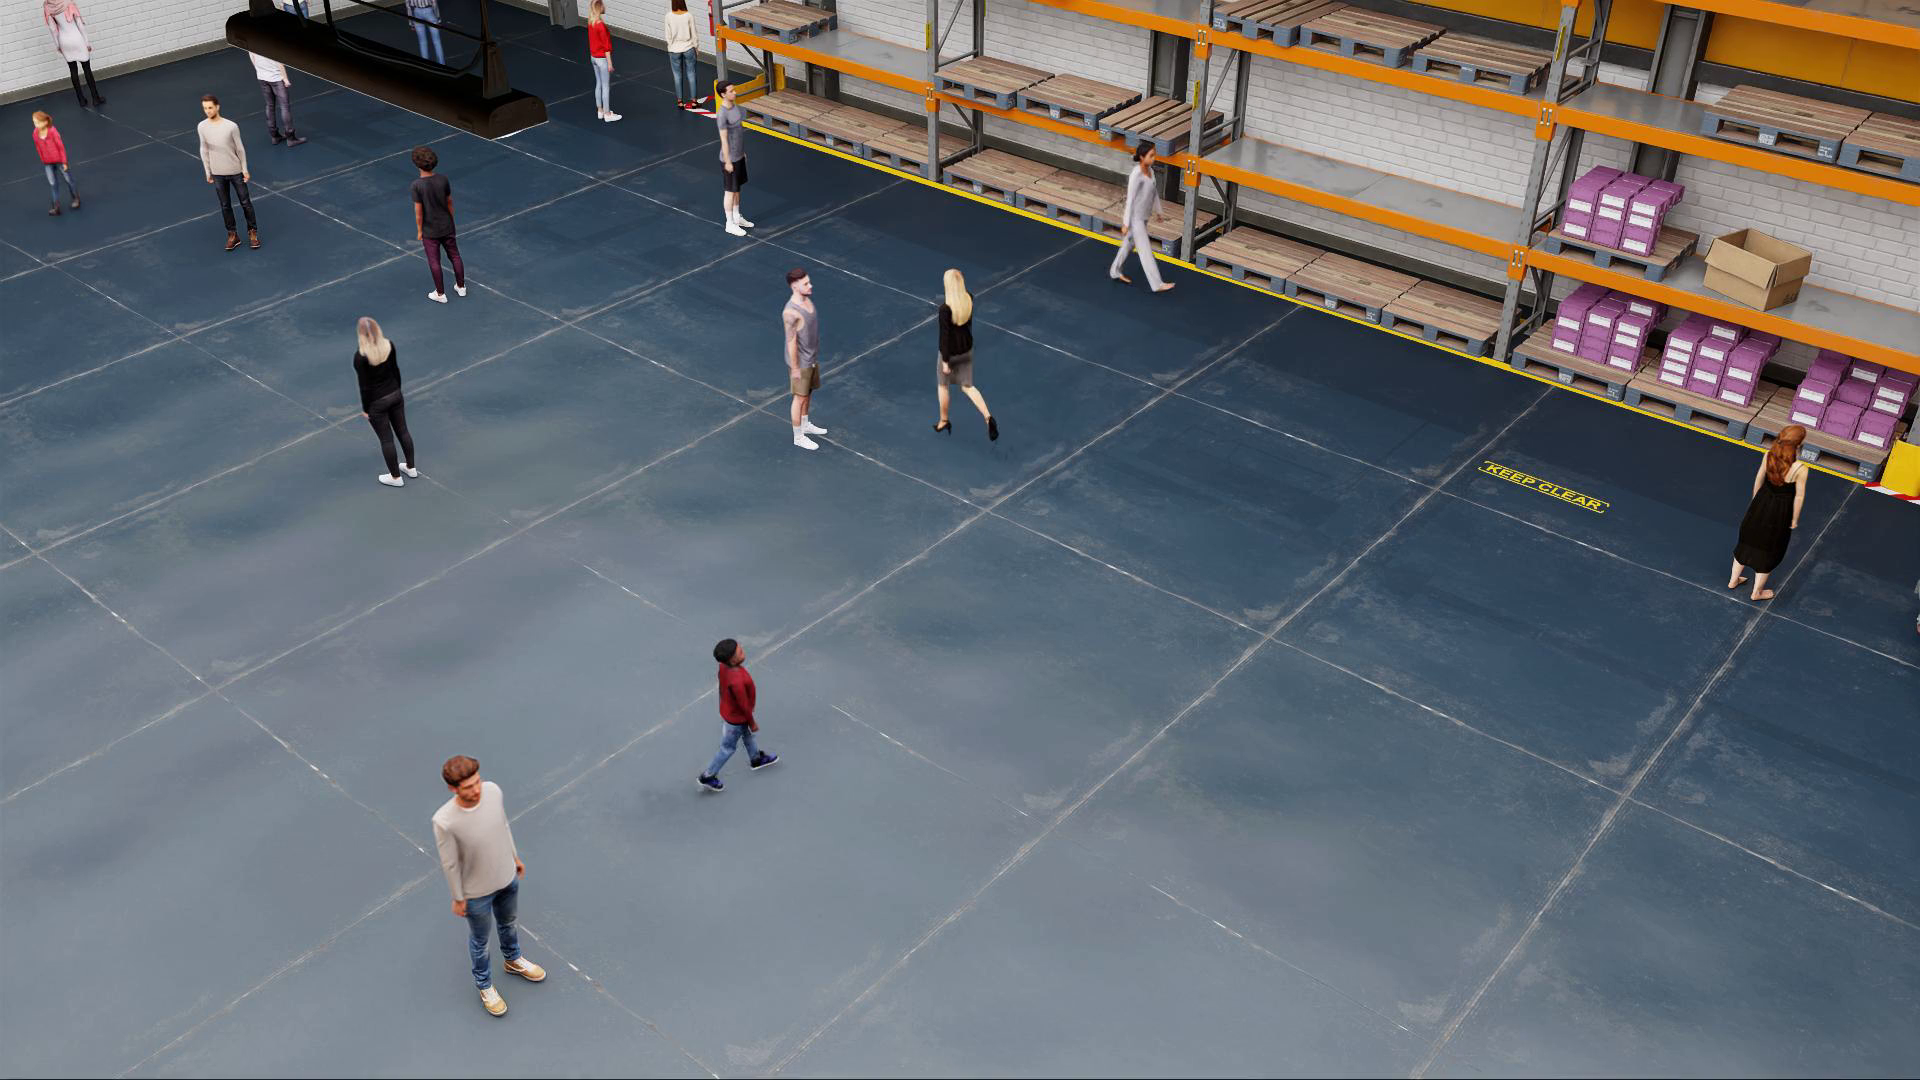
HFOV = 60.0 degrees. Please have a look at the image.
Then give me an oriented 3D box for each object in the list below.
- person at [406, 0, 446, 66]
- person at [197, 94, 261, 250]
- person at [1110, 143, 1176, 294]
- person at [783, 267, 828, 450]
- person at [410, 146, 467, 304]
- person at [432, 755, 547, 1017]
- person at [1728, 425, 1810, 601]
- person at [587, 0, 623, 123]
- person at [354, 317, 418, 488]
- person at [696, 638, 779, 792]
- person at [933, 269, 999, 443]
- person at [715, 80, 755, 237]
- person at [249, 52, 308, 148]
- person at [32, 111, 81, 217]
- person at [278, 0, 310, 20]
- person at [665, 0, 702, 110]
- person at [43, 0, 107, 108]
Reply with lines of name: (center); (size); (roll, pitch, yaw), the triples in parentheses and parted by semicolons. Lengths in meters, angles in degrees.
person: (-8.036, -7.806, 25.007); (0.699, 1.795, 0.742); (-5, 34, -8)
person: (-8.726, -4.395, 19.810); (0.741, 1.868, 0.781); (-6, 34, -9)
person: (1.950, -3.669, 18.876); (1.153, 1.692, 0.817); (17, 37, 24)
person: (-1.506, -1.760, 15.931); (0.720, 1.845, 0.715); (7, 34, 11)
person: (-5.857, -3.536, 18.594); (0.641, 1.783, 0.583); (-29, 43, -36)
person: (-2.884, 2.044, 10.091); (0.588, 1.903, 0.693); (21, 39, 28)
person: (6.721, -0.244, 13.784); (0.702, 1.625, 0.595); (-20, 39, -28)
person: (-5.091, -6.814, 23.598); (0.718, 1.703, 0.508); (-24, 41, -32)
person: (-5.286, -1.276, 15.280); (0.562, 1.687, 0.627); (20, 38, 27)
person: (-1.662, 1.251, 11.874); (0.821, 1.250, 0.870); (-12, 35, -17)
person: (0.046, -1.698, 15.798); (1.077, 1.816, 0.652); (28, 43, 35)
person: (-2.783, -4.672, 20.223); (0.709, 1.871, 0.734); (9, 35, 13)
person: (-9.412, -6.312, 22.726); (0.619, 1.832, 0.787); (14, 36, 19)
person: (-11.321, -4.760, 20.881); (0.833, 1.290, 0.902); (-4, 34, -6)
person: (-10.397, -8.394, 25.985); (0.676, 1.691, 0.631); (-22, 39, -29)
person: (-4.004, -7.062, 23.990); (0.678, 1.682, 0.761); (0, 34, 1)
person: (-12.853, -7.194, 24.078); (0.743, 1.804, 0.793); (-5, 34, -7)
